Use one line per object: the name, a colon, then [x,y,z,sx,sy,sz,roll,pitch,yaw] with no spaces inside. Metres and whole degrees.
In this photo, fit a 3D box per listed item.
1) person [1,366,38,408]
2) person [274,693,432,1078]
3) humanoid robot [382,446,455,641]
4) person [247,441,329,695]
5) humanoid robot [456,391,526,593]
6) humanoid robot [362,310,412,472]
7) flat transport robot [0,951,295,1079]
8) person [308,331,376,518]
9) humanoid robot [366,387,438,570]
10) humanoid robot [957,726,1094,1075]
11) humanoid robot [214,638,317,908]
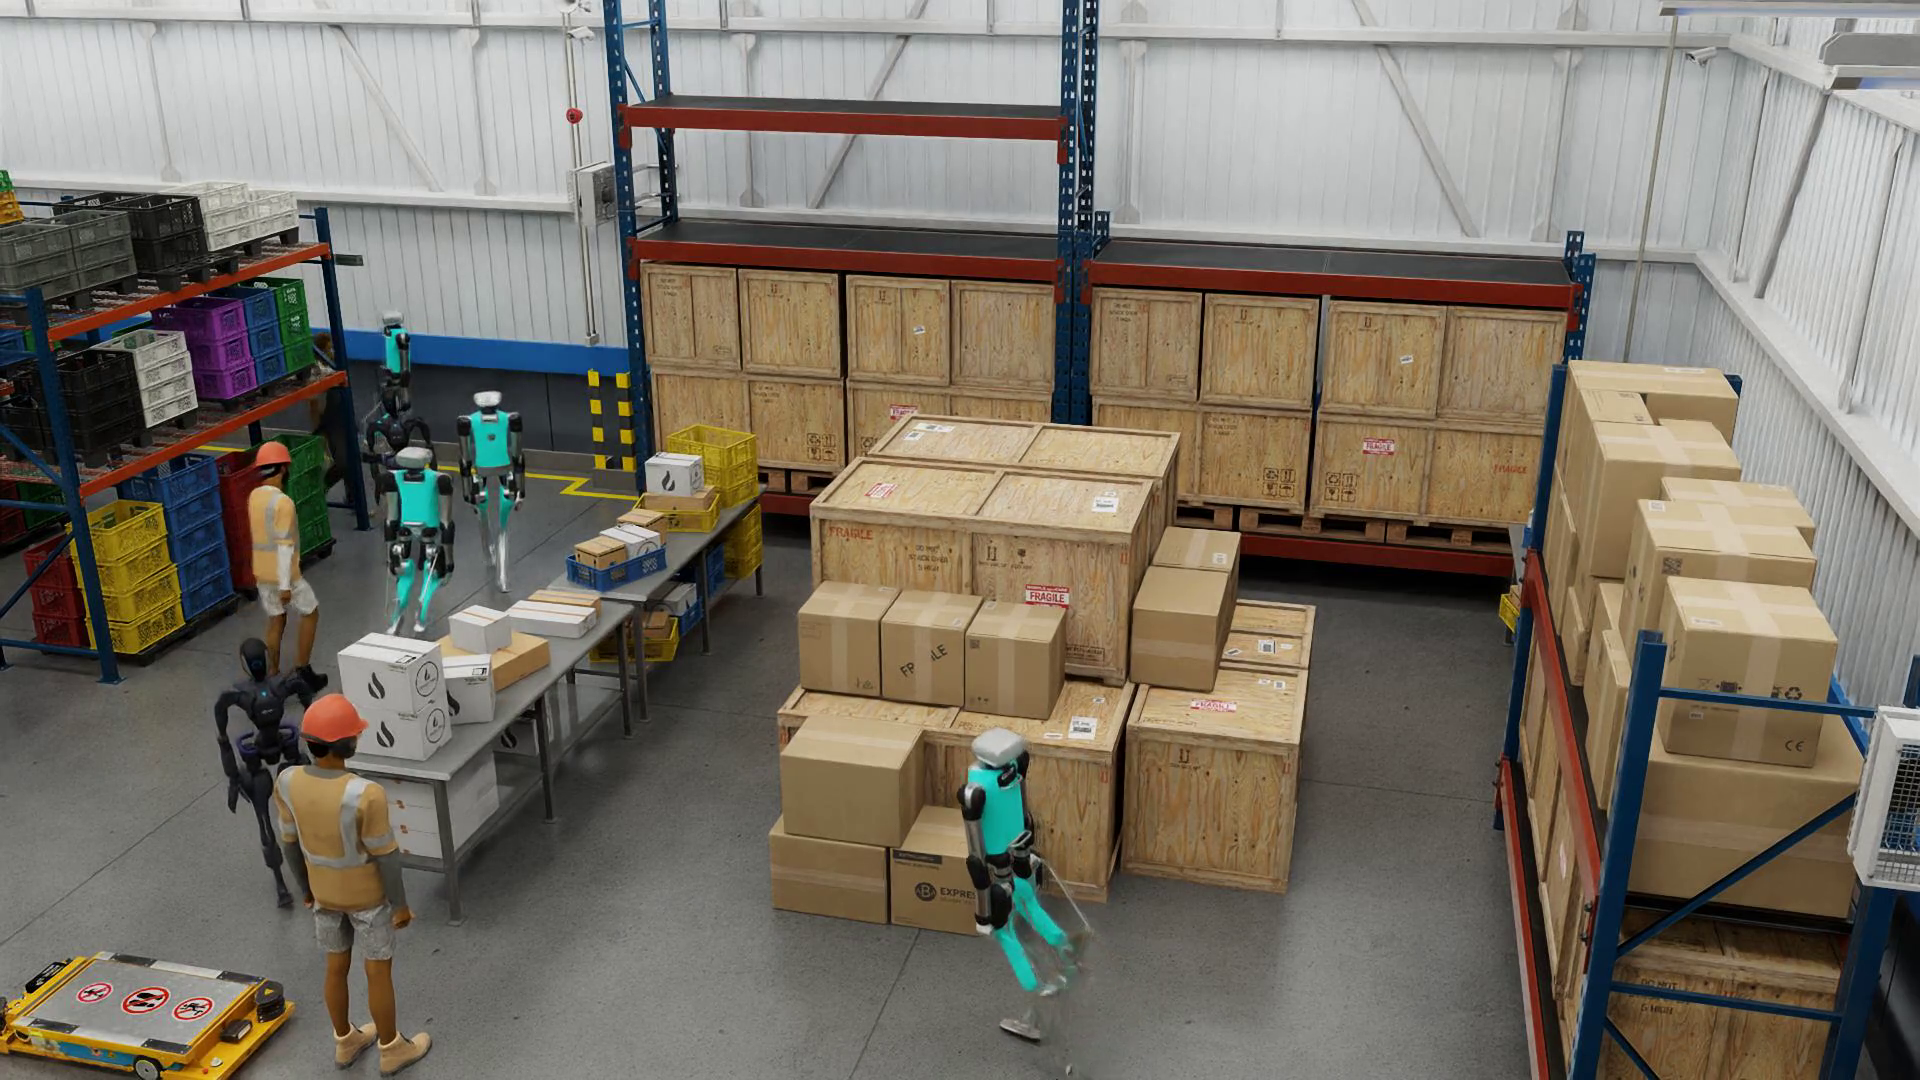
person: [-10.138,-1.926,17.894,0.566,1.836,0.385,-6,22,-15]
person: [-2.966,1.693,8.137,0.613,2.040,0.371,6,22,16]
humanoid robot: [-4.060,0.287,12.373,0.545,1.873,0.758,2,21,4]
person: [-4.974,0.233,12.167,0.573,1.886,0.600,15,25,34]
humanoid robot: [-4.025,-0.482,14.313,0.531,1.799,0.936,-7,22,-18]
humanoid robot: [-5.772,-1.354,16.577,0.734,1.813,0.542,-13,25,-31]
flat transport robot: [-4.270,2.464,8.601,1.431,0.231,0.659,5,22,13]
person: [-5.885,-1.071,15.661,0.496,1.833,0.509,6,22,16]
humanoid robot: [-4.845,-0.574,14.582,0.597,1.644,0.493,-6,22,-16]
humanoid robot: [0.392,1.867,8.265,0.763,1.895,0.544,13,24,30]
humanoid robot: [-3.975,1.316,9.693,0.601,1.623,0.778,-13,25,-31]
